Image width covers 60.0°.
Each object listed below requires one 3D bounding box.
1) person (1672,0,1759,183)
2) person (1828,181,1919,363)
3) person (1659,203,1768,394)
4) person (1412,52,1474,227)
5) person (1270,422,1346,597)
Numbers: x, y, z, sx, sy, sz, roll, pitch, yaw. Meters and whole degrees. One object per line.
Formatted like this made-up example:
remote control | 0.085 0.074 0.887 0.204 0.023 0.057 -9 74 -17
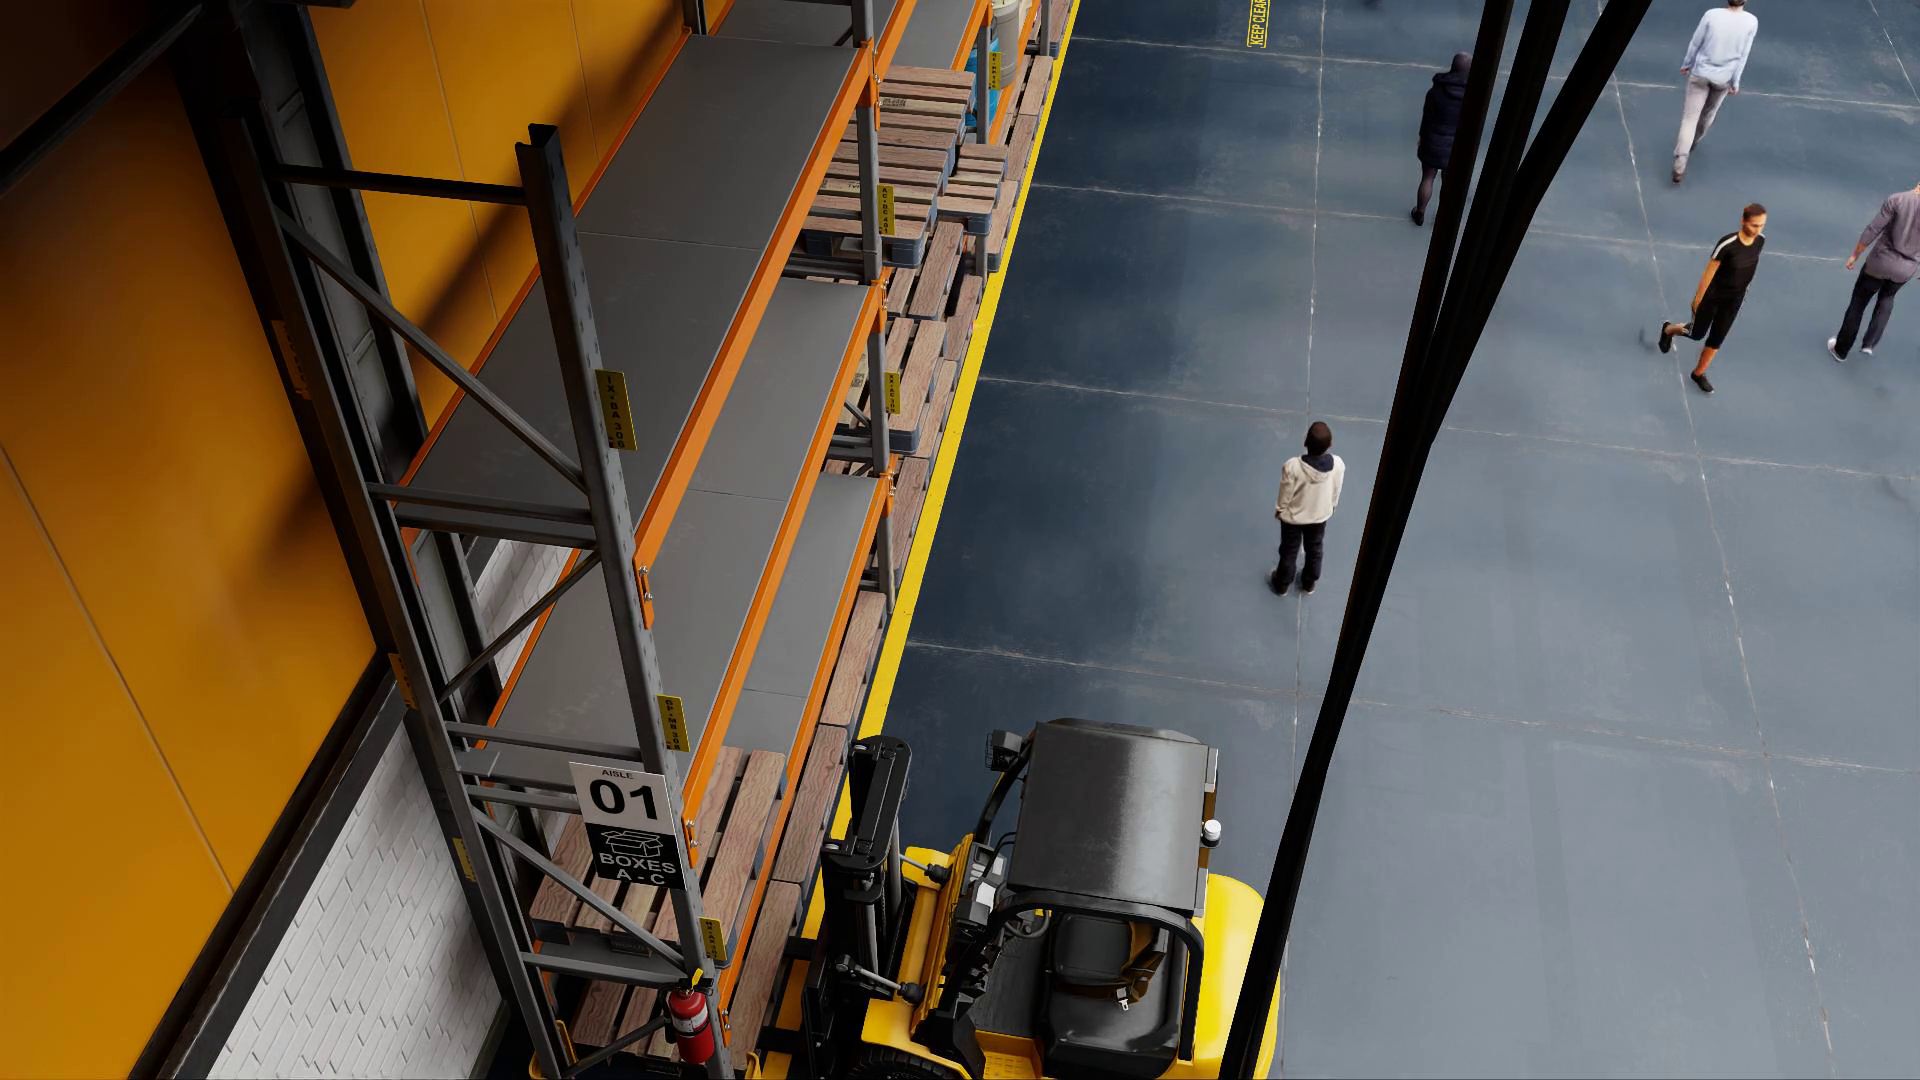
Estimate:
person | 6.876 -4.182 15.265 0.850 1.843 1.280 15 46 15
person | 7.397 -2.149 13.136 0.784 1.835 0.688 6 44 7
person | 5.935 -1.971 13.085 0.810 1.649 0.982 -11 45 -11
person | 4.297 -3.543 14.717 0.657 1.675 0.620 6 44 6
person | 2.367 -0.195 11.363 0.627 1.452 0.572 -2 44 -2
